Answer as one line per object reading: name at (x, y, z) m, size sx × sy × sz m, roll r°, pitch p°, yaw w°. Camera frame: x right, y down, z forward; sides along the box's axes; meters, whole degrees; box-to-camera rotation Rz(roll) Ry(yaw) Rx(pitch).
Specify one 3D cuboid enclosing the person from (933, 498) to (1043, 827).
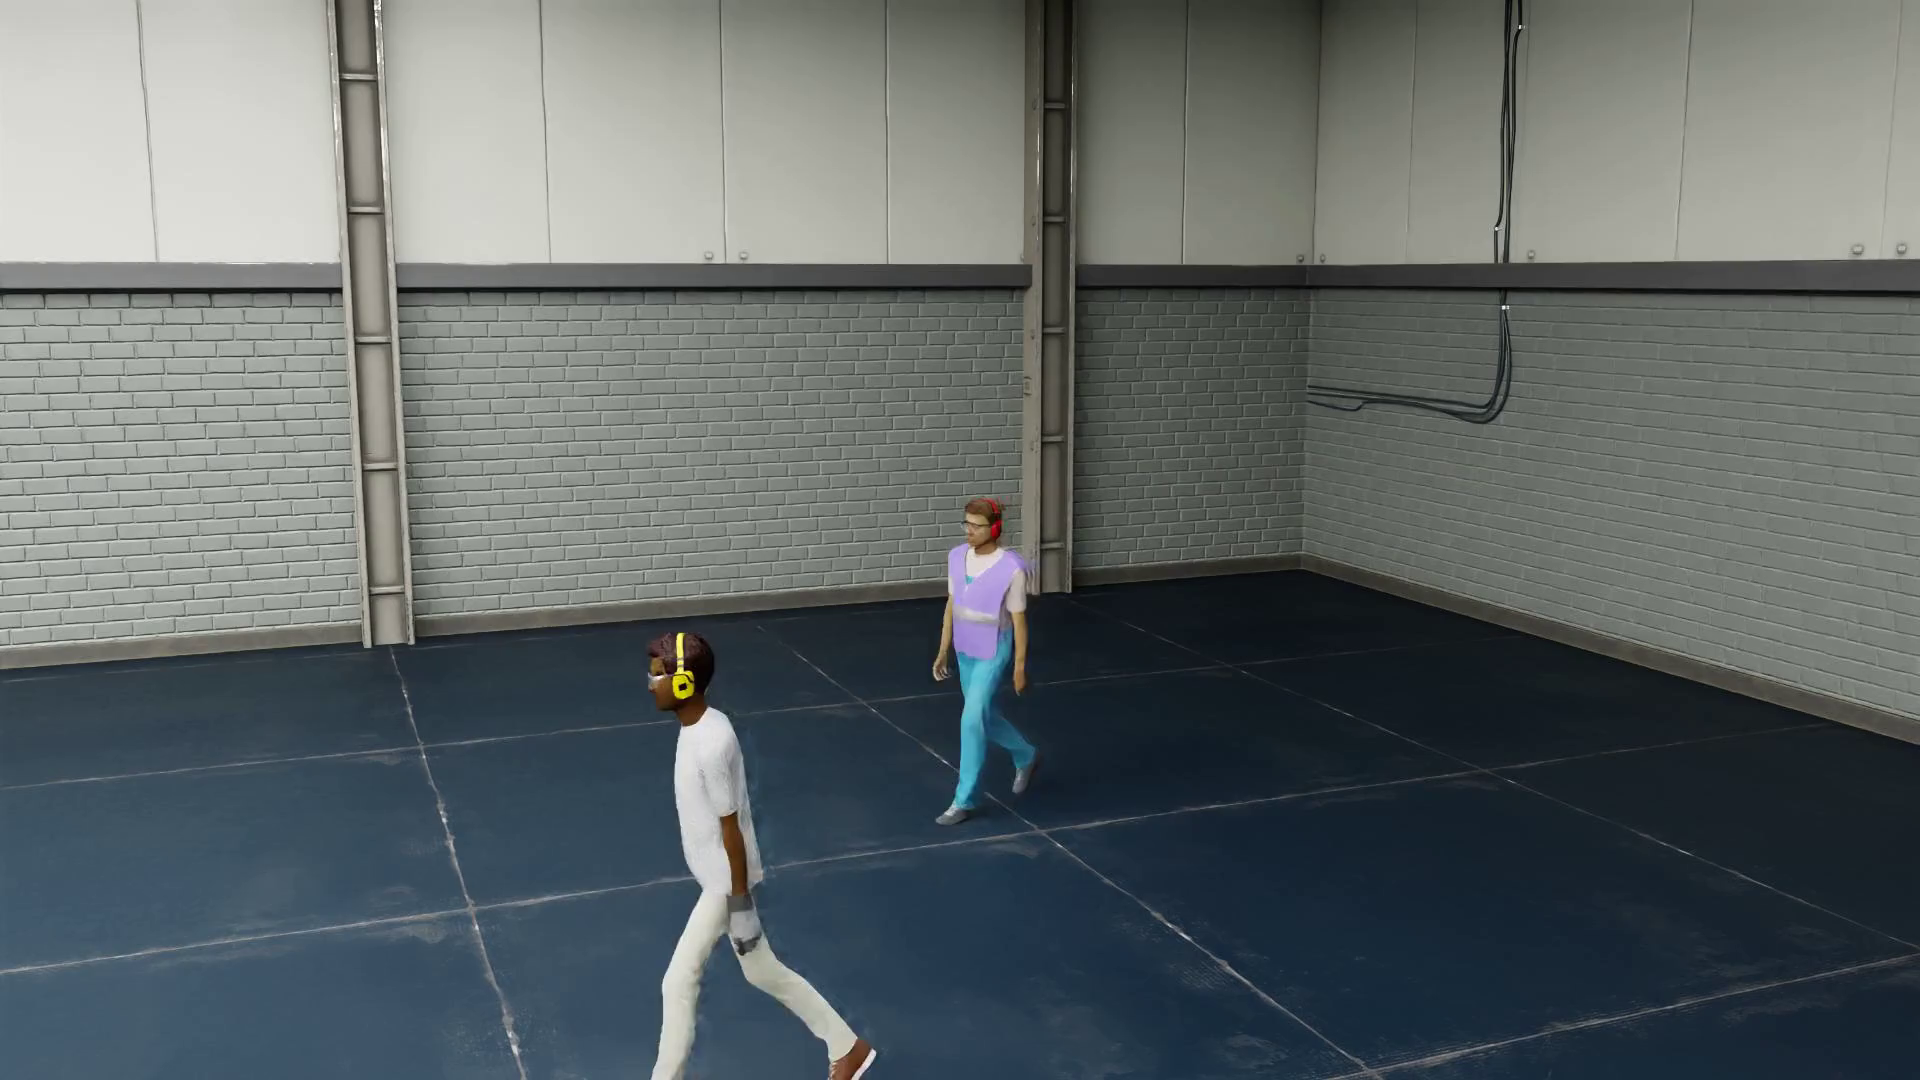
person at (0.177, 0.645, 9.388) m, size 0.867 × 1.814 × 0.573 m, roll -7°, pitch 12°, yaw -38°

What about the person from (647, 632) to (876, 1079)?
person at (-0.788, 1.200, 5.927) m, size 0.997 × 1.819 × 0.524 m, roll -2°, pitch 9°, yaw -11°
